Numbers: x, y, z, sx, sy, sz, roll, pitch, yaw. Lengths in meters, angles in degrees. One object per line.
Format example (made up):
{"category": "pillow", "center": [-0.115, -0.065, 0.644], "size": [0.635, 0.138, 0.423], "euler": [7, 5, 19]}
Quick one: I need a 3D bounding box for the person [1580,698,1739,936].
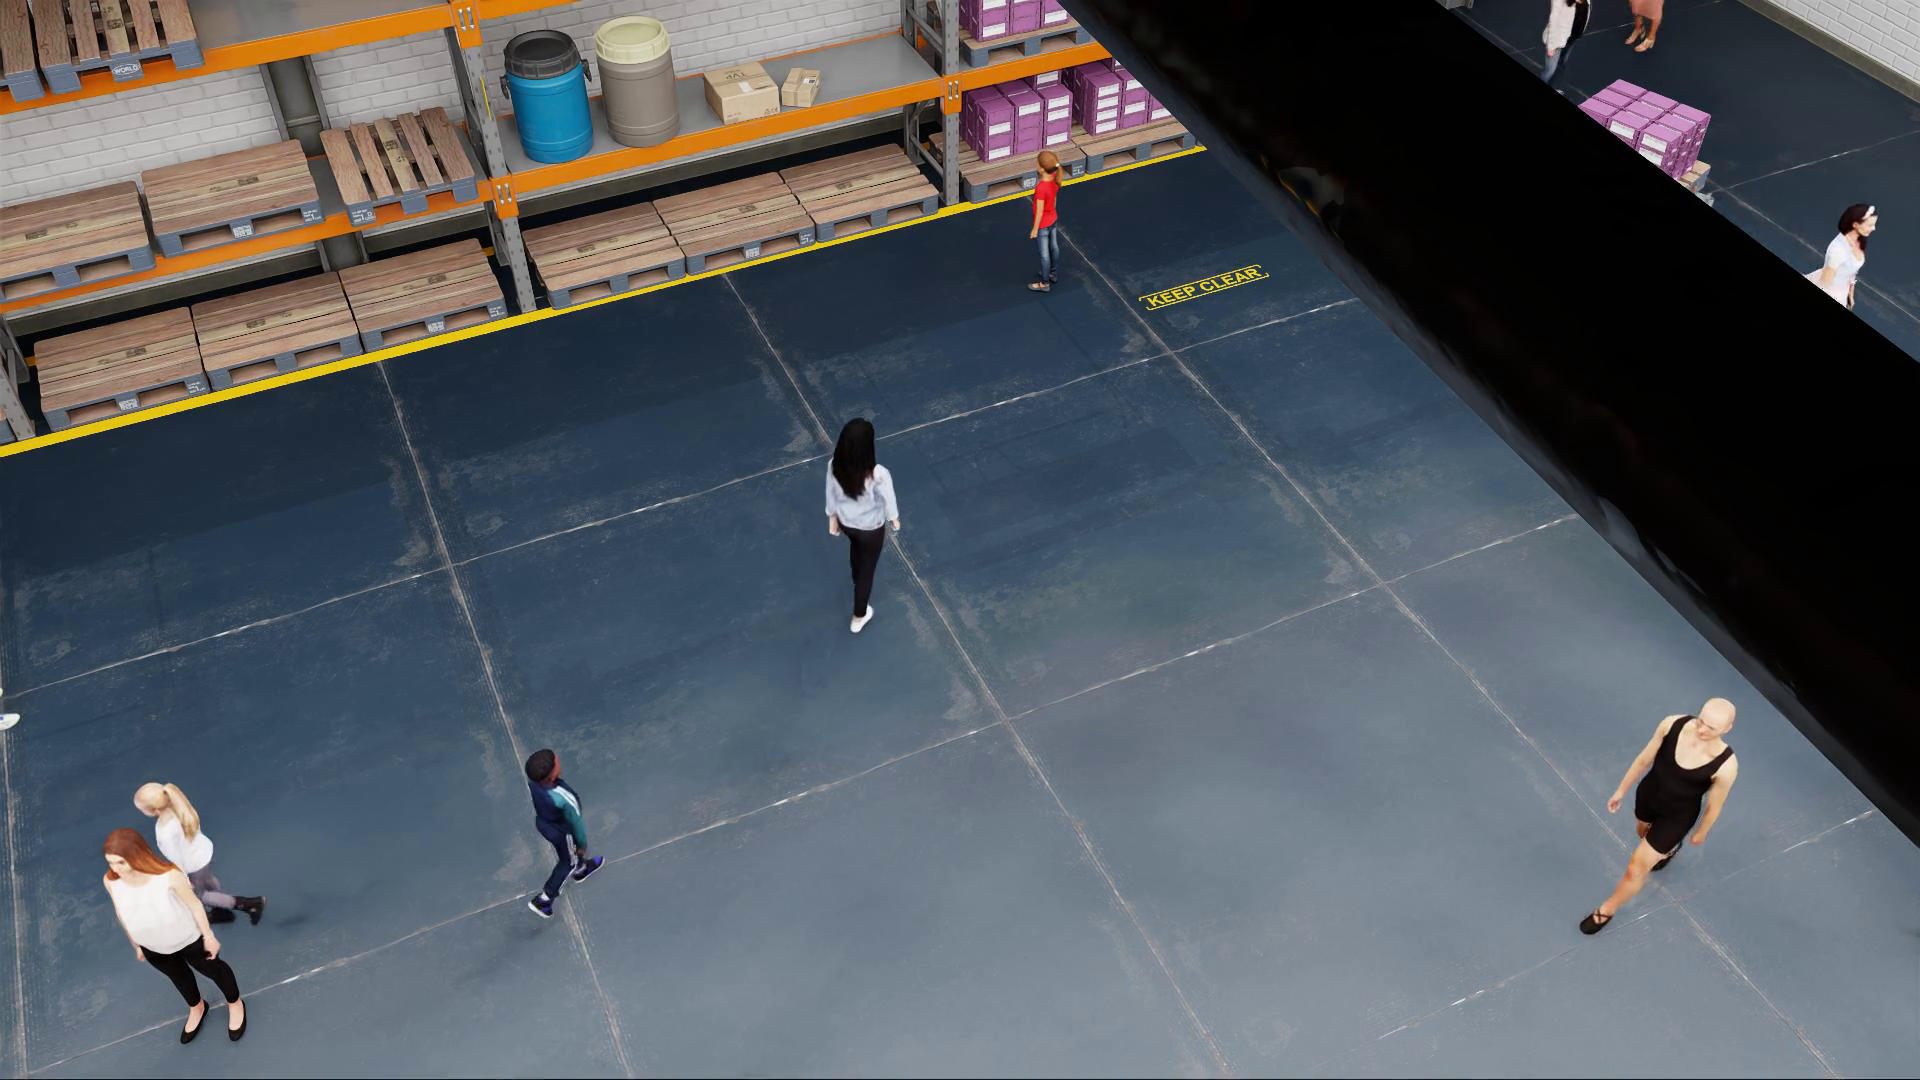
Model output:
{"category": "person", "center": [4.039, 1.465, 9.378], "size": [1.164, 1.777, 0.710], "euler": [-21, 48, -21]}

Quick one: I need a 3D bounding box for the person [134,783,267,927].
{"category": "person", "center": [-4.273, 1.794, 9.403], "size": [0.756, 1.267, 0.621], "euler": [-6, 44, -6]}

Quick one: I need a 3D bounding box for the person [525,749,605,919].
{"category": "person", "center": [-2.341, 1.673, 9.546], "size": [0.703, 1.245, 0.874], "euler": [30, 51, 28]}

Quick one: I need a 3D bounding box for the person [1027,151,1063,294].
{"category": "person", "center": [0.732, -2.700, 14.090], "size": [0.627, 1.309, 0.545], "euler": [23, 48, 22]}

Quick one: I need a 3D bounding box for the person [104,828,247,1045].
{"category": "person", "center": [-4.157, 2.072, 8.782], "size": [0.572, 1.722, 0.703], "euler": [-1, 44, -1]}

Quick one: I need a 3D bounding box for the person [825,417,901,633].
{"category": "person", "center": [-0.683, -0.038, 11.018], "size": [0.832, 1.691, 0.900], "euler": [17, 46, 17]}

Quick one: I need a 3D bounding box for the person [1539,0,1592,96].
{"category": "person", "center": [5.881, -4.945, 16.230], "size": [0.881, 1.607, 0.599], "euler": [33, 53, 30]}

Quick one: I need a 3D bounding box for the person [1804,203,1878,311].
{"category": "person", "center": [6.546, -1.837, 12.852], "size": [1.055, 1.766, 1.186], "euler": [28, 50, 26]}
